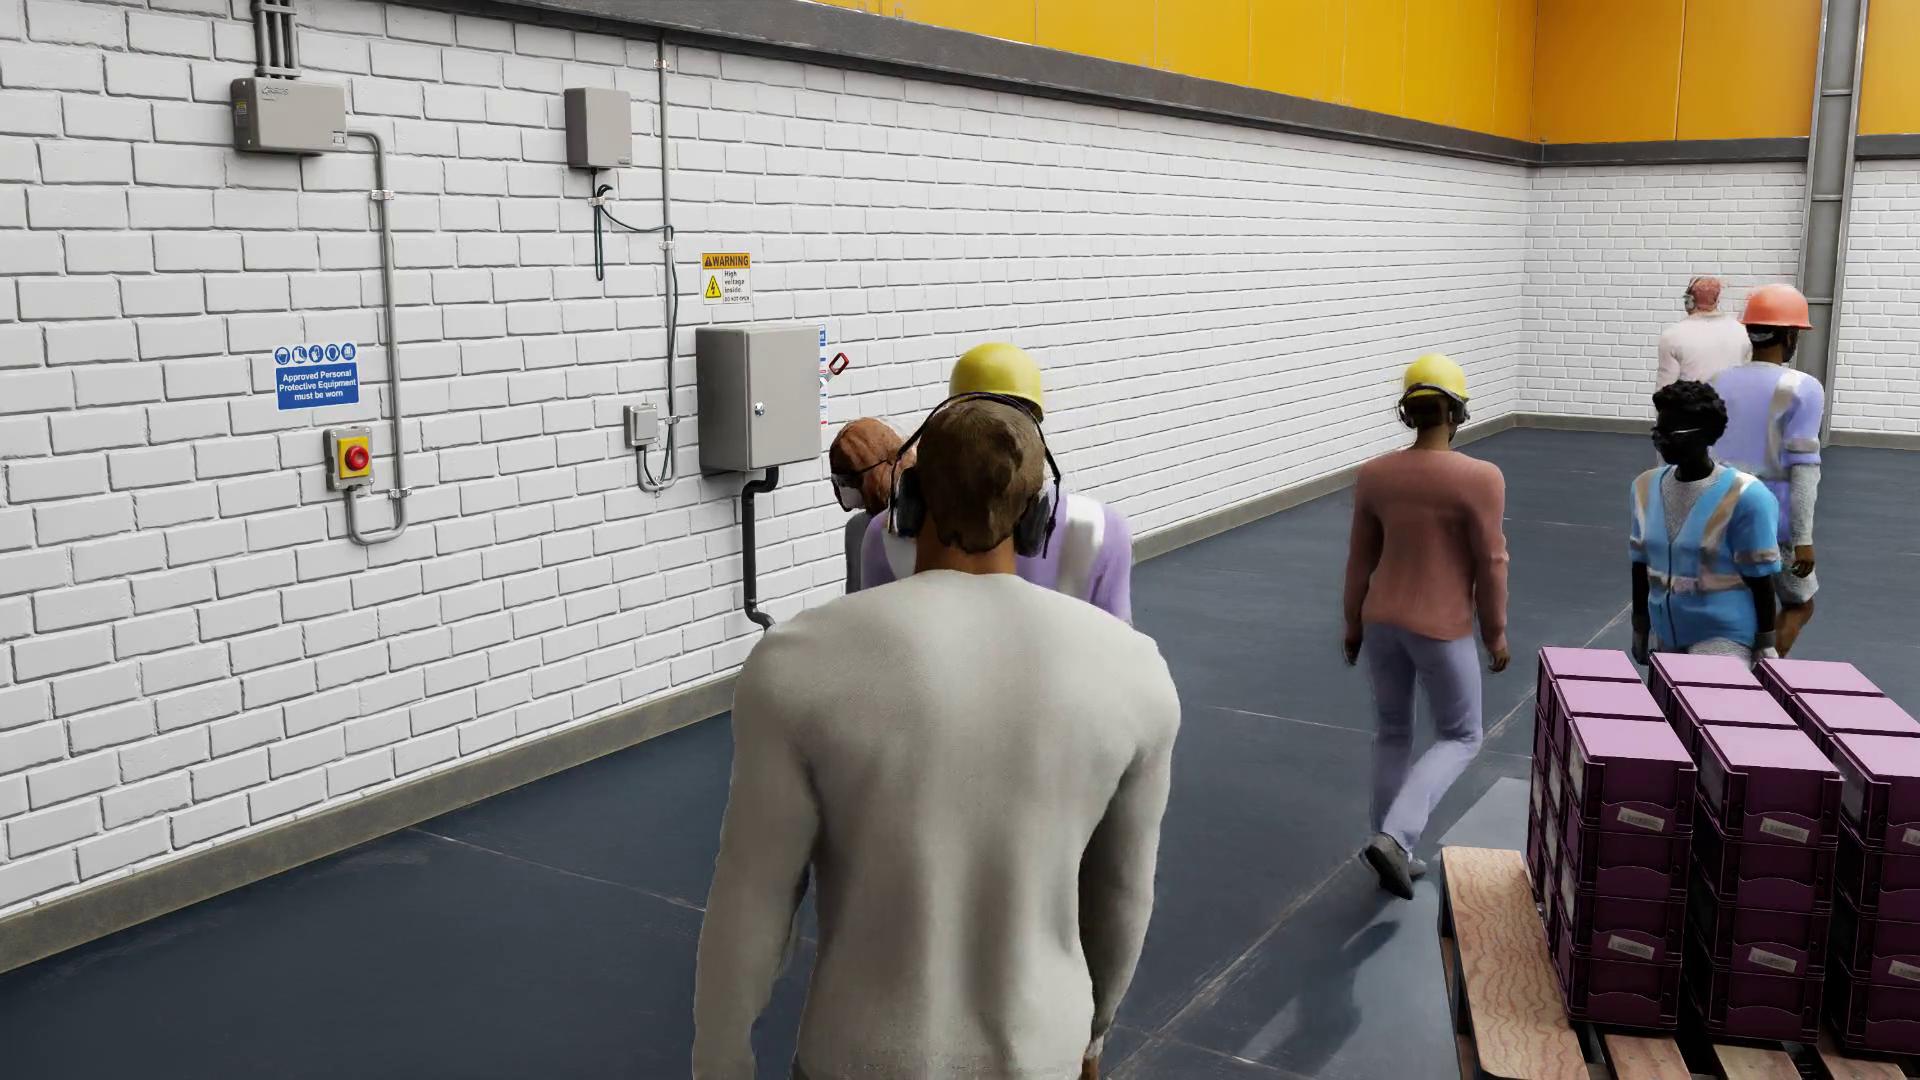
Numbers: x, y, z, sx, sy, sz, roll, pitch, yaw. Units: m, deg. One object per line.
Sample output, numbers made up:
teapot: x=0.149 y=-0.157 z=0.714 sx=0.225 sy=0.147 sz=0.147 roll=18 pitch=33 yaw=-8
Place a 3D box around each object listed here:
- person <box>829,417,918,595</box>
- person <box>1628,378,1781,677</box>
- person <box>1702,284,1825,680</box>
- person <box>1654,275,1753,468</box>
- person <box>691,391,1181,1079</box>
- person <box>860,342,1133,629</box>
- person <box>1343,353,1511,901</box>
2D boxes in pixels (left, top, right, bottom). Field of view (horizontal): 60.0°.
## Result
person: x=-0.176 y=0.454 z=4.723 sx=0.357 sy=1.606 sz=0.537 roll=-6 pitch=12 yaw=-29
person: x=2.361 y=0.311 z=5.390 sx=0.617 sy=1.660 sz=0.542 roll=-4 pitch=11 yaw=-23
person: x=3.284 y=-0.080 z=6.836 sx=0.408 sy=1.922 sz=0.579 roll=-6 pitch=12 yaw=-29
person: x=4.832 y=-0.781 z=10.844 sx=0.647 sy=1.878 sz=0.826 roll=-1 pitch=10 yaw=-4
person: x=-0.054 y=0.735 z=2.436 sx=0.715 sy=1.881 sz=0.885 roll=-2 pitch=10 yaw=-11
person: x=0.076 y=0.517 z=3.659 sx=0.639 sy=1.877 sz=0.484 roll=1 pitch=10 yaw=3
person: x=1.432 y=0.289 z=5.275 sx=0.550 sy=1.739 sz=0.543 roll=-9 pitch=13 yaw=-40
